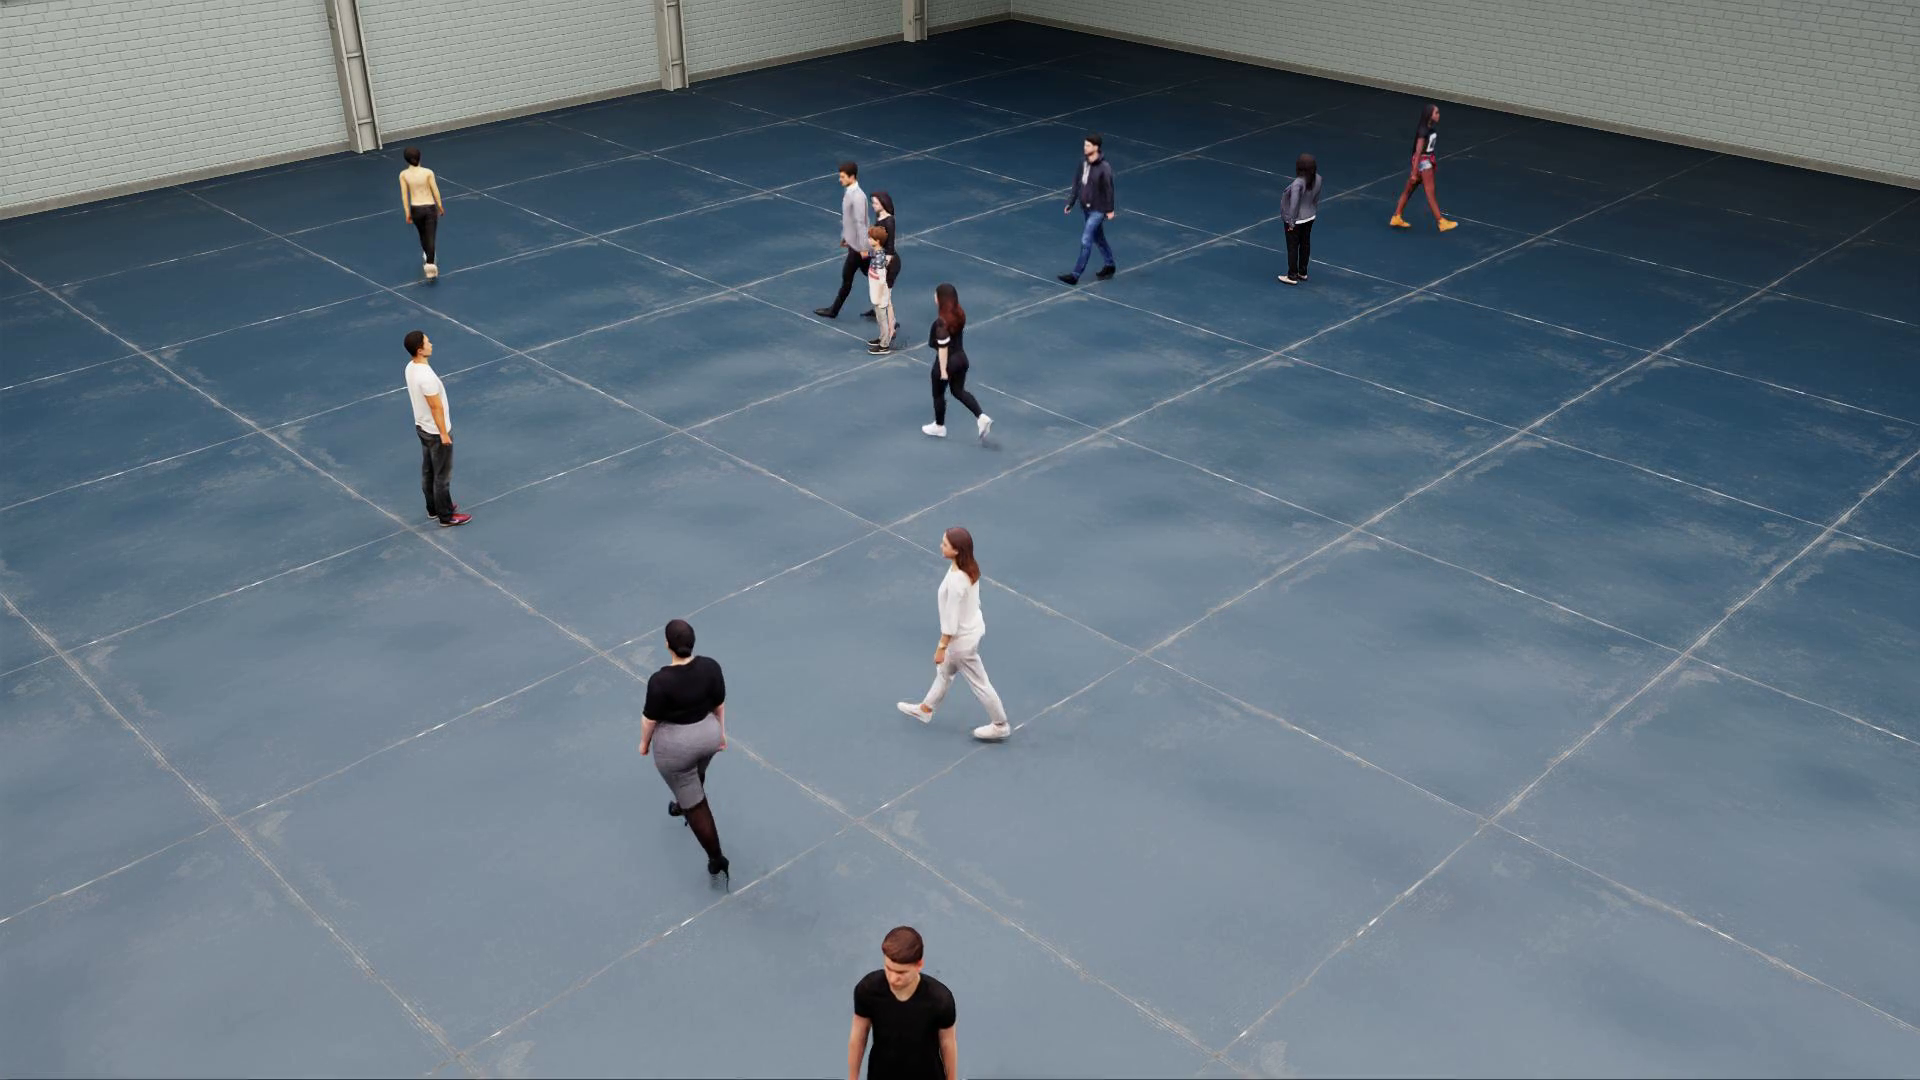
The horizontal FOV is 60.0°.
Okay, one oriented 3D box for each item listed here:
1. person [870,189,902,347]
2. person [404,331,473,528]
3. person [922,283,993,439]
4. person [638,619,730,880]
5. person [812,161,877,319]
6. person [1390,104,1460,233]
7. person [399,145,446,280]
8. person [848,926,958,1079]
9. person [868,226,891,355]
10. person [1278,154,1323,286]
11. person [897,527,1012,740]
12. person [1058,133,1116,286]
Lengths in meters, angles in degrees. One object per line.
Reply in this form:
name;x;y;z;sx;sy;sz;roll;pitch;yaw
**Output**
person;-0.754;-3.004;18.437;0.755;1.790;0.747;-5;29;-10
person;-4.657;-0.990;14.640;0.560;1.804;0.654;-21;34;-34
person;-0.024;-1.705;16.182;0.788;1.618;0.985;17;32;28
person;-1.642;1.346;10.356;1.060;1.709;0.801;-21;34;-34
person;-1.083;-3.414;19.125;1.303;1.869;1.168;-5;28;-10
person;6.069;-4.944;22.193;0.948;1.685;1.160;12;30;21
person;-6.612;-4.007;20.503;1.084;1.620;1.114;-2;28;-3
person;-0.225;2.533;7.989;1.071;1.839;1.305;8;29;15
person;-0.887;-2.779;18.391;0.649;1.438;0.594;-1;28;-1
person;4.185;-3.955;20.429;0.602;1.597;0.738;-22;35;-35
person;0.101;0.690;11.657;1.076;1.643;1.095;4;28;7
person;1.717;-4.038;20.337;1.242;1.830;0.869;-16;32;-27
